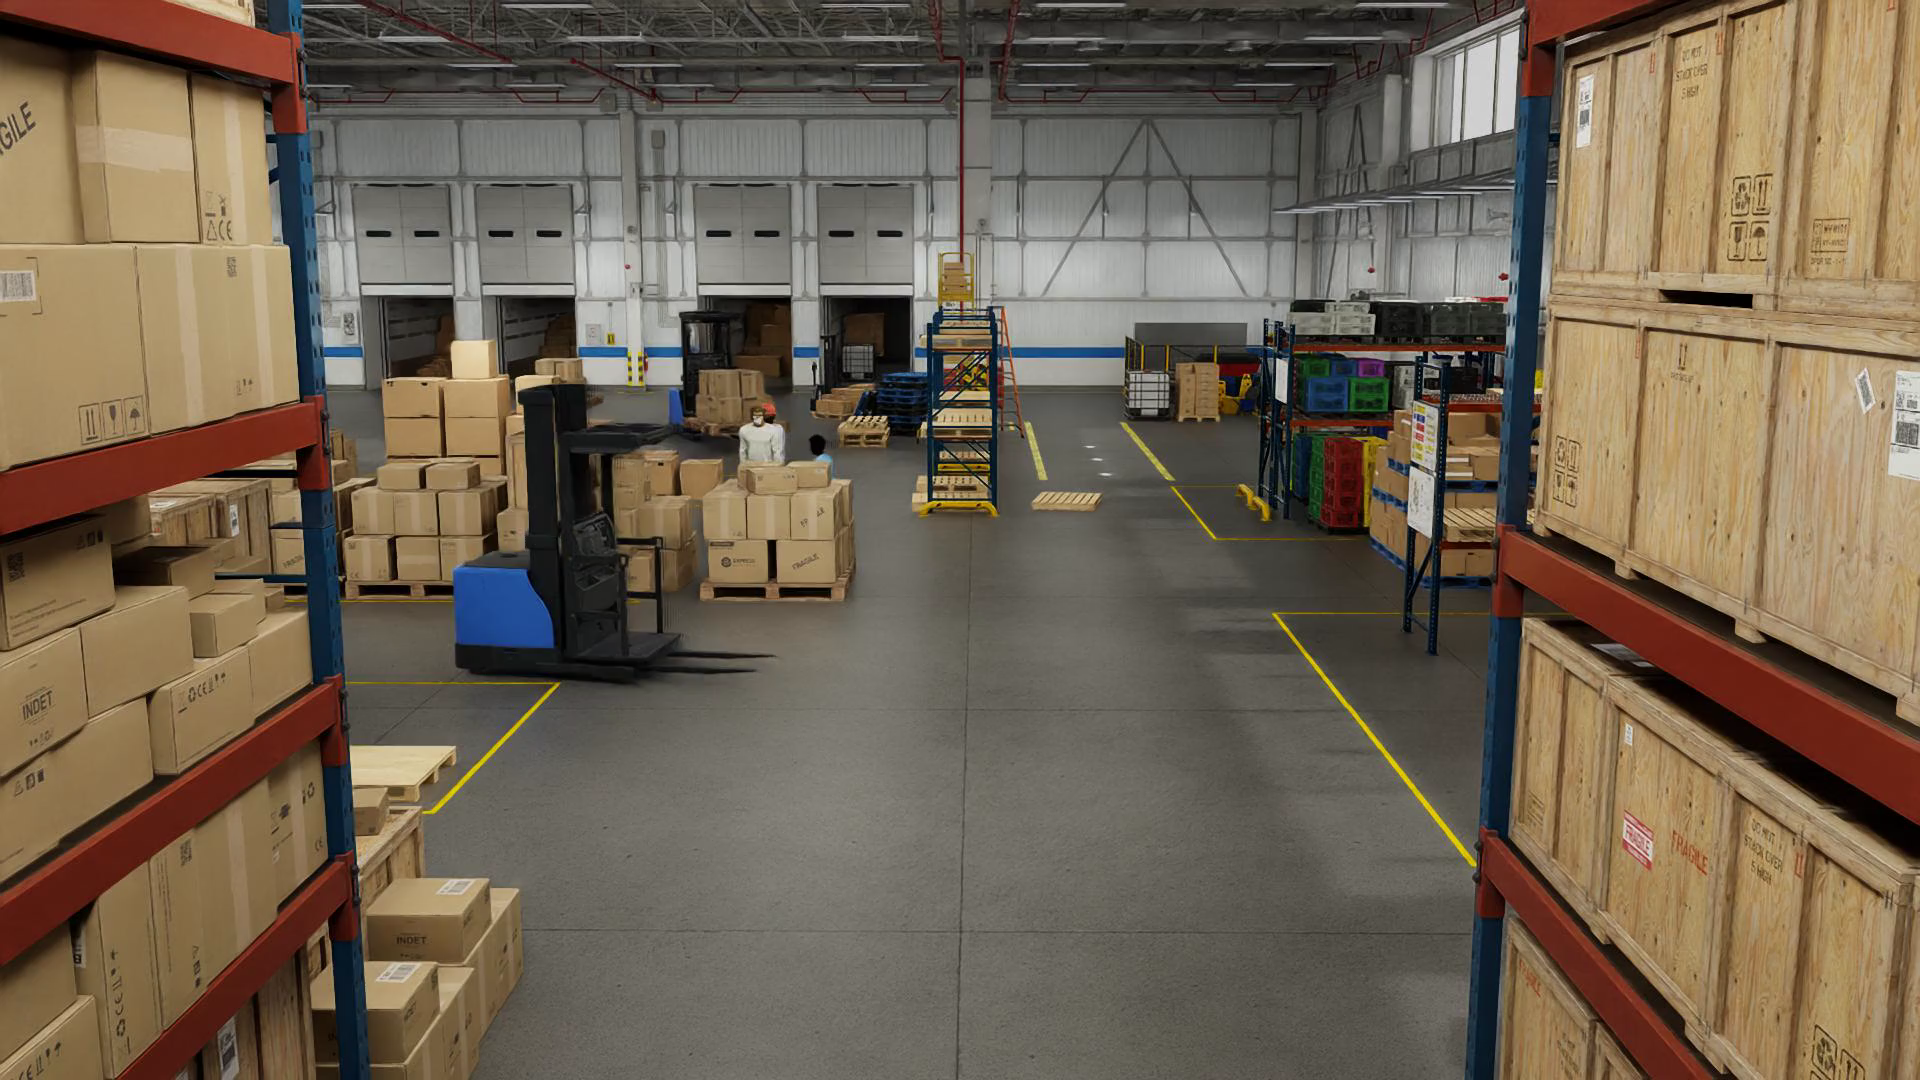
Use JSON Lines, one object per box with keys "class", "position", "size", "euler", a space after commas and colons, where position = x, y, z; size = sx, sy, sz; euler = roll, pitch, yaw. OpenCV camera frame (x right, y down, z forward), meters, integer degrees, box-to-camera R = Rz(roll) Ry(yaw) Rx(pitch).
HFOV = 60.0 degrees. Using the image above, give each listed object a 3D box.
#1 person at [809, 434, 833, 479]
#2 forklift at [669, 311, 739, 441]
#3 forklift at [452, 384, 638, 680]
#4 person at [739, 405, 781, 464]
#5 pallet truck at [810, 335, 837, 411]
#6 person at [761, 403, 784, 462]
{"class": "person", "position": [-1.855, -0.627, 22.790], "size": [0.704, 1.667, 0.543], "euler": [2, 10, 14]}
{"class": "forklift", "position": [-5.723, -3.678, 36.924], "size": [1.129, 2.768, 1.873], "euler": [-5, 11, -27]}
{"class": "forklift", "position": [-3.974, -0.127, 16.433], "size": [1.873, 2.768, 1.129], "euler": [2, 10, 9]}
{"class": "person", "position": [-2.926, -1.020, 24.356], "size": [0.623, 1.931, 0.374], "euler": [2, 10, 11]}
{"class": "pallet truck", "position": [-3.021, -4.312, 43.126], "size": [1.885, 1.965, 0.823], "euler": [3, 10, 17]}
{"class": "person", "position": [-2.757, -1.047, 24.610], "size": [0.435, 1.933, 0.565], "euler": [4, 10, 20]}
